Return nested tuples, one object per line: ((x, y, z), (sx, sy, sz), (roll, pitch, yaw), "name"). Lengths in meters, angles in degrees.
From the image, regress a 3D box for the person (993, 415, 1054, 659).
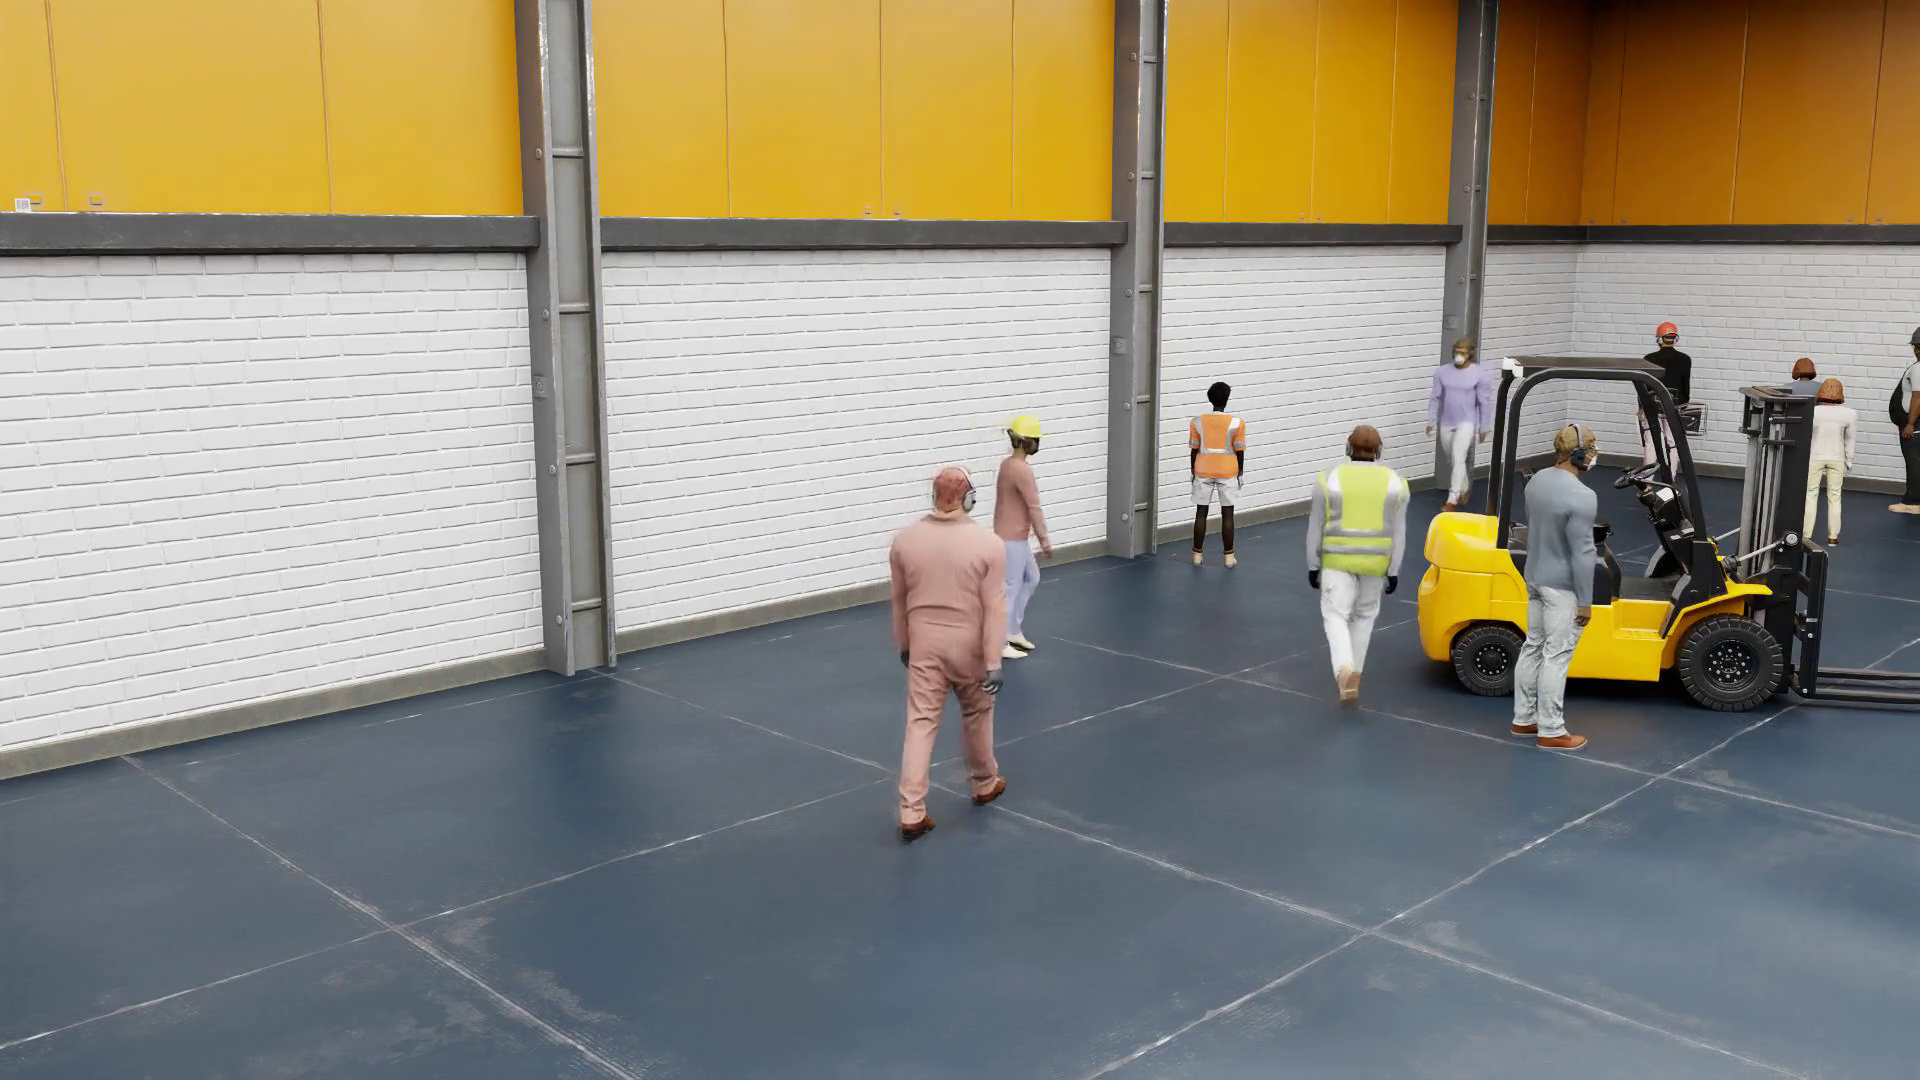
((0.436, -0.017, 11.833), (0.529, 1.745, 0.543), (-2, 11, -12), "person")

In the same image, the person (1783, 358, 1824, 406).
((9.540, -1.252, 18.879), (0.498, 1.633, 0.282), (1, 10, 8), "person")

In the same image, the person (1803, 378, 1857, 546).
((8.399, -0.752, 16.155), (0.507, 1.632, 0.274), (3, 11, 17), "person")

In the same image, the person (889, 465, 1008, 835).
((-0.054, 0.541, 8.506), (0.663, 1.857, 0.990), (4, 11, 21), "person")

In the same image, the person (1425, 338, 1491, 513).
((5.527, -1.282, 18.339), (0.635, 1.906, 0.960), (9, 14, 41), "person")

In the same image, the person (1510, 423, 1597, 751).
((3.503, 0.280, 9.739), (0.365, 1.934, 0.630), (-2, 11, -10), "person")

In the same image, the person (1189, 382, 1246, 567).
((2.338, -0.594, 15.149), (0.531, 1.691, 0.321), (4, 11, 20), "person")

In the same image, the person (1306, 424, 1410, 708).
((2.541, 0.169, 10.656), (0.625, 1.816, 0.797), (1, 10, 6), "person")

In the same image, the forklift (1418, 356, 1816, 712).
((4.276, -0.101, 11.076), (2.313, 2.155, 1.214), (2, 11, 13), "forklift")

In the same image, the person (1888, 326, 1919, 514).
((10.413, -1.316, 18.119), (0.688, 2.000, 0.536), (-8, 13, -39), "person")

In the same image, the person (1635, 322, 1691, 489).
((8.349, -1.590, 19.769), (0.609, 1.986, 0.402), (-1, 10, -6), "person")
